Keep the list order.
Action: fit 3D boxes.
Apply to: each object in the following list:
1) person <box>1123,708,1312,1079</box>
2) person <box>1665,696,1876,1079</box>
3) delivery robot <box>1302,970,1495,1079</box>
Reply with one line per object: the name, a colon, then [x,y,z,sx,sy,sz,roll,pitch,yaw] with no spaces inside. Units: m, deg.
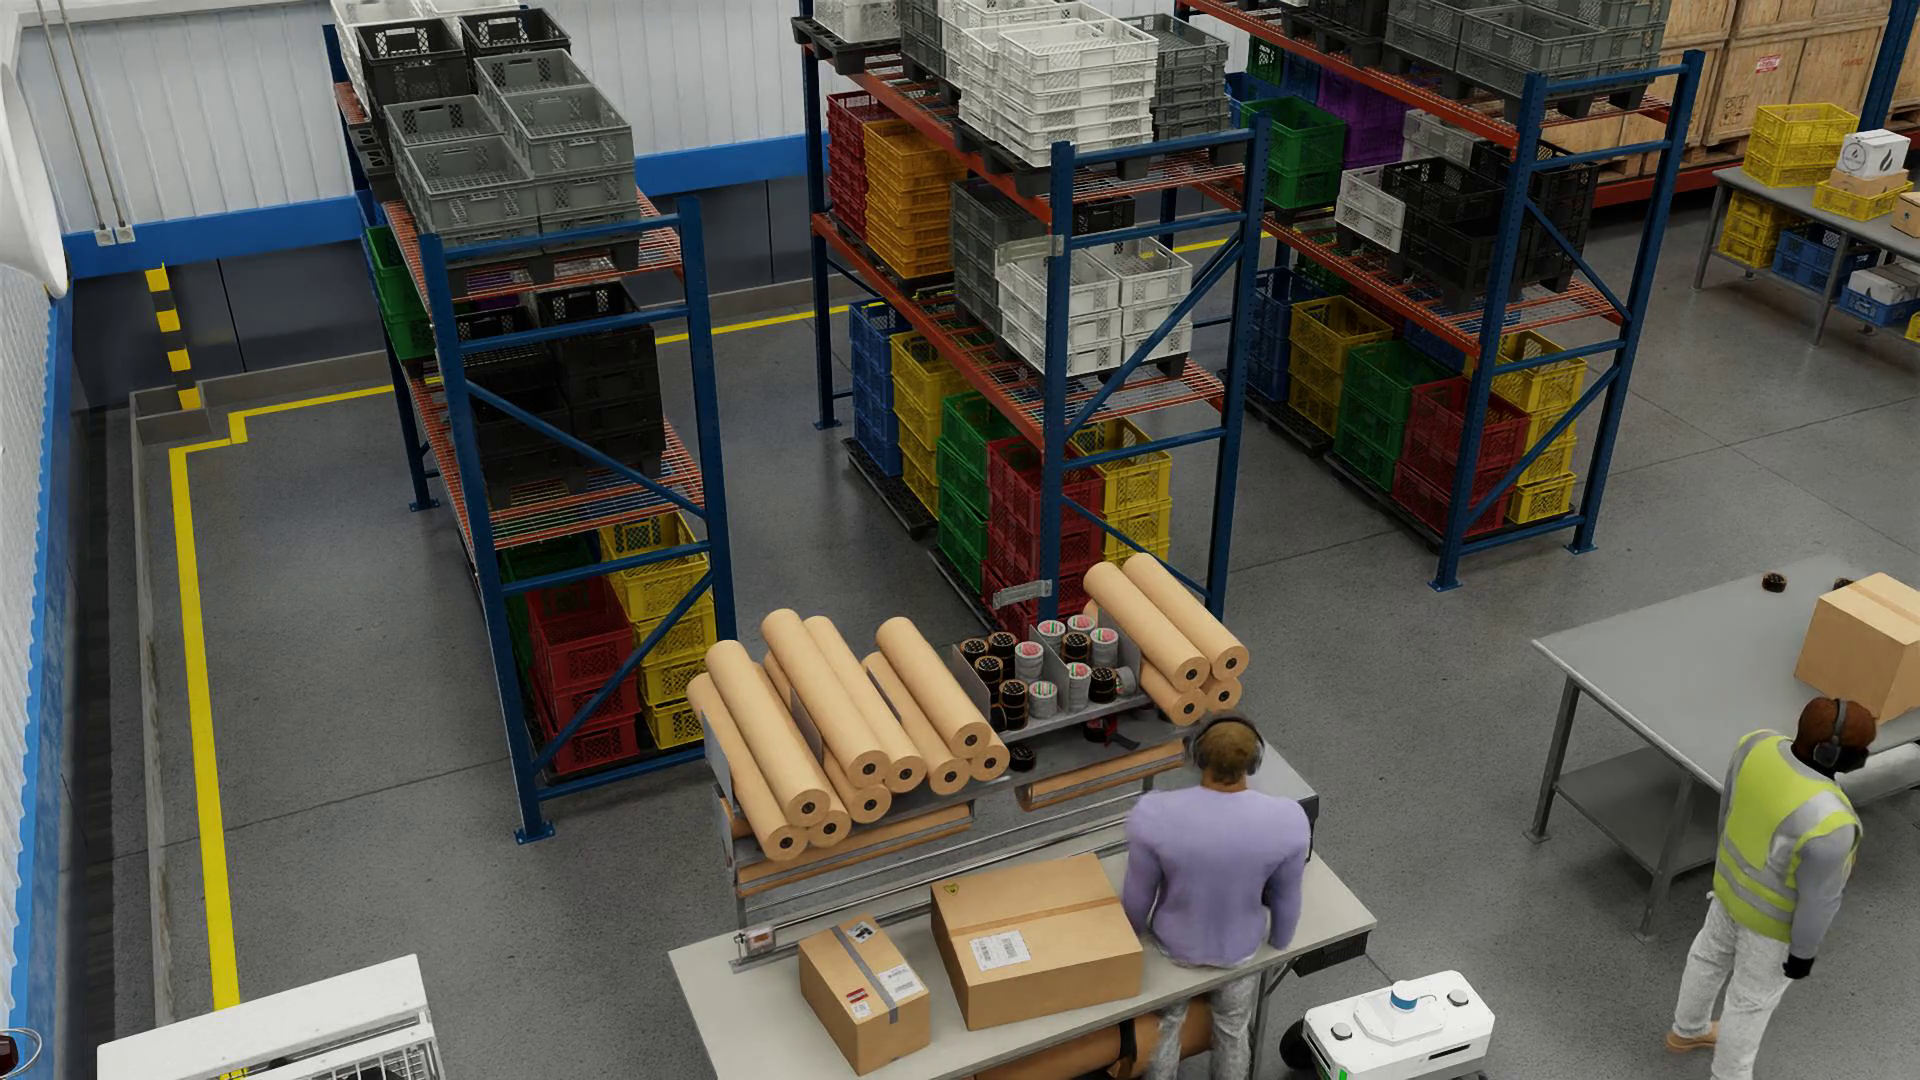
person: [0.905,1.434,6.050,0.641,1.931,0.385,1,32,2]
person: [3.052,1.353,6.263,0.430,1.841,0.624,-3,32,-6]
delivery robot: [1.702,1.921,6.470,0.707,0.478,0.477,-10,33,-16]
